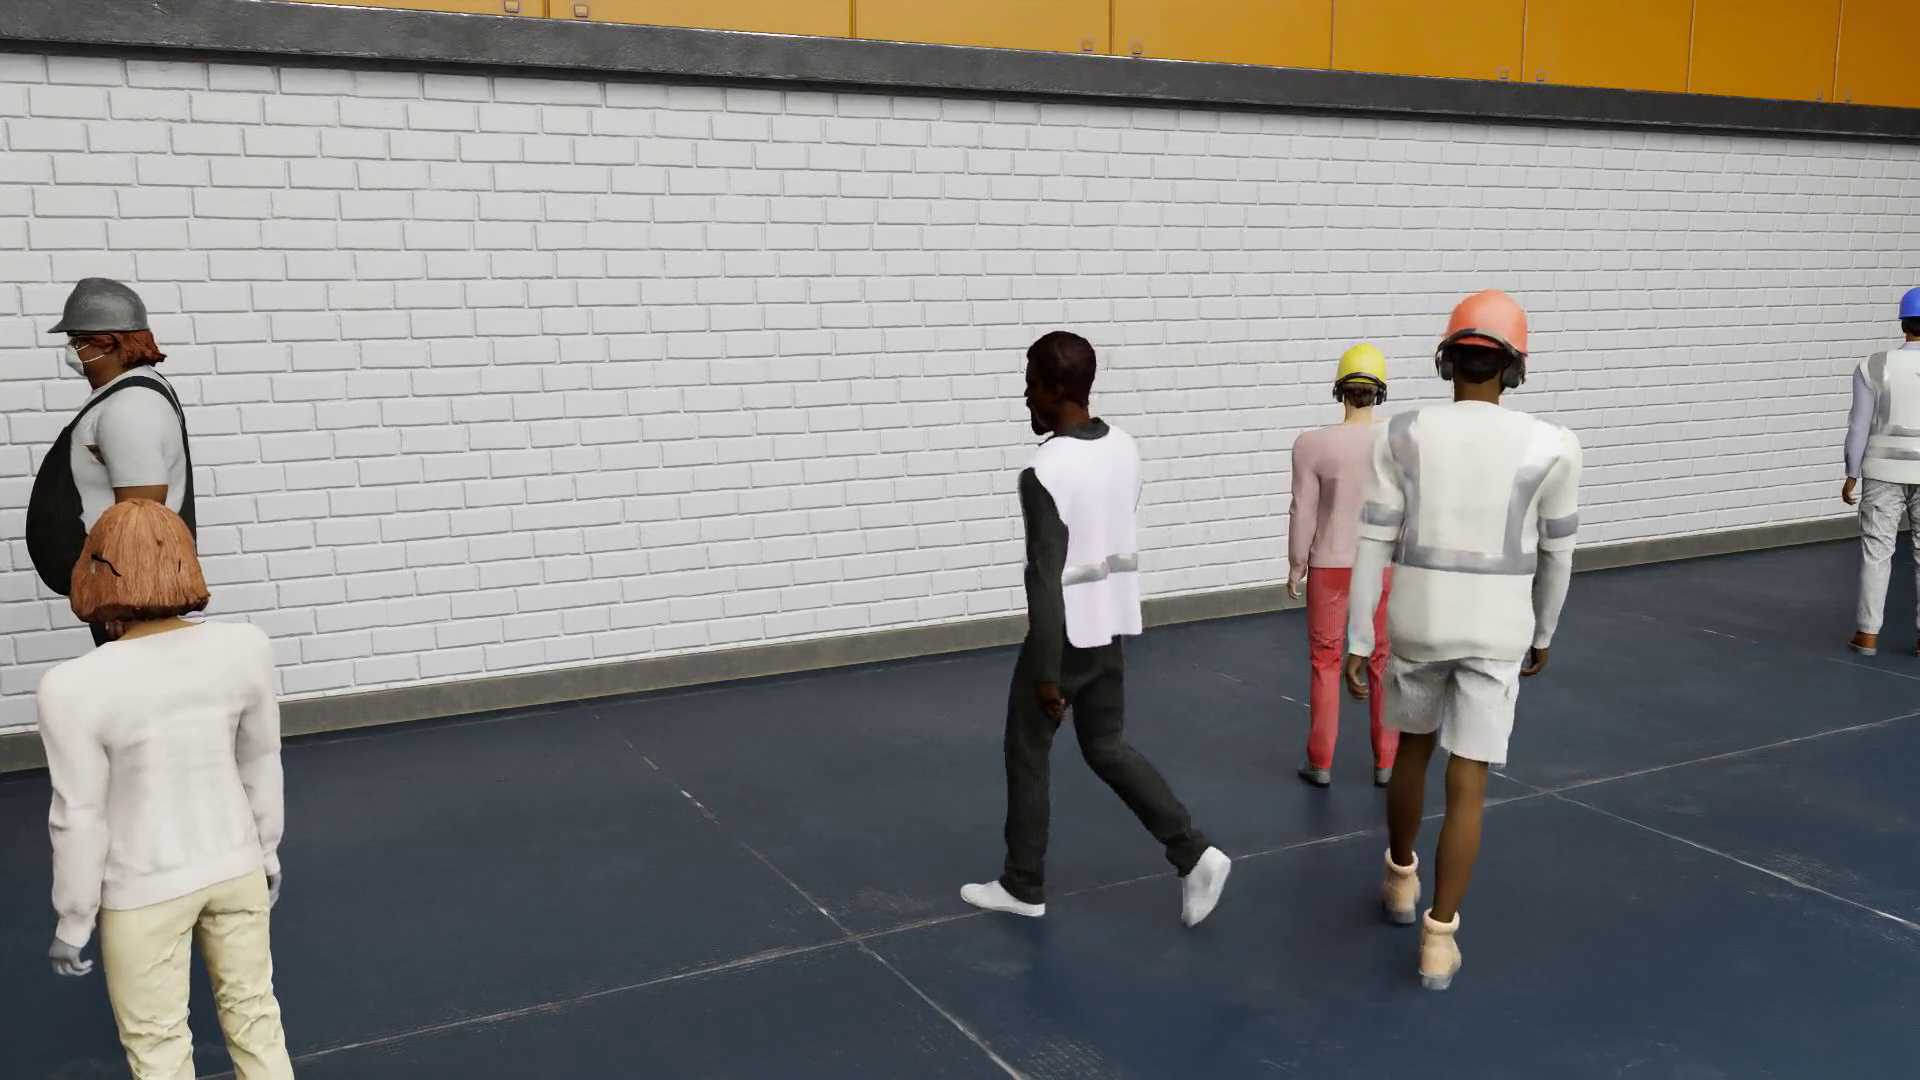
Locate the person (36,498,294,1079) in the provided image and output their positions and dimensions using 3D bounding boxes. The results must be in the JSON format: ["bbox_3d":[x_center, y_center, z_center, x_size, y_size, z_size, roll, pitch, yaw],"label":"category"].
[{"bbox_3d":[-1.620,0.725,3.436,0.280,1.634,0.498,7,12,34],"label":"person"}]

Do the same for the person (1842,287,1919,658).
[{"bbox_3d":[4.969,-0.349,8.724,0.614,1.942,0.406,4,11,21],"label":"person"}]

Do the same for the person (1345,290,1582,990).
[{"bbox_3d":[1.511,0.268,4.999,0.621,2.002,0.880,4,11,23],"label":"person"}]

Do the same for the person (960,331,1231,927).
[{"bbox_3d":[0.415,0.299,5.163,0.817,1.893,0.598,7,12,36],"label":"person"}]

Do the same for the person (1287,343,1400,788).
[{"bbox_3d":[1.560,0.109,6.606,0.533,1.767,0.324,0,10,3],"label":"person"}]

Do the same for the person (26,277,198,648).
[{"bbox_3d":[-2.986,0.097,5.883,0.538,2.000,0.681,-4,11,-23],"label":"person"}]
